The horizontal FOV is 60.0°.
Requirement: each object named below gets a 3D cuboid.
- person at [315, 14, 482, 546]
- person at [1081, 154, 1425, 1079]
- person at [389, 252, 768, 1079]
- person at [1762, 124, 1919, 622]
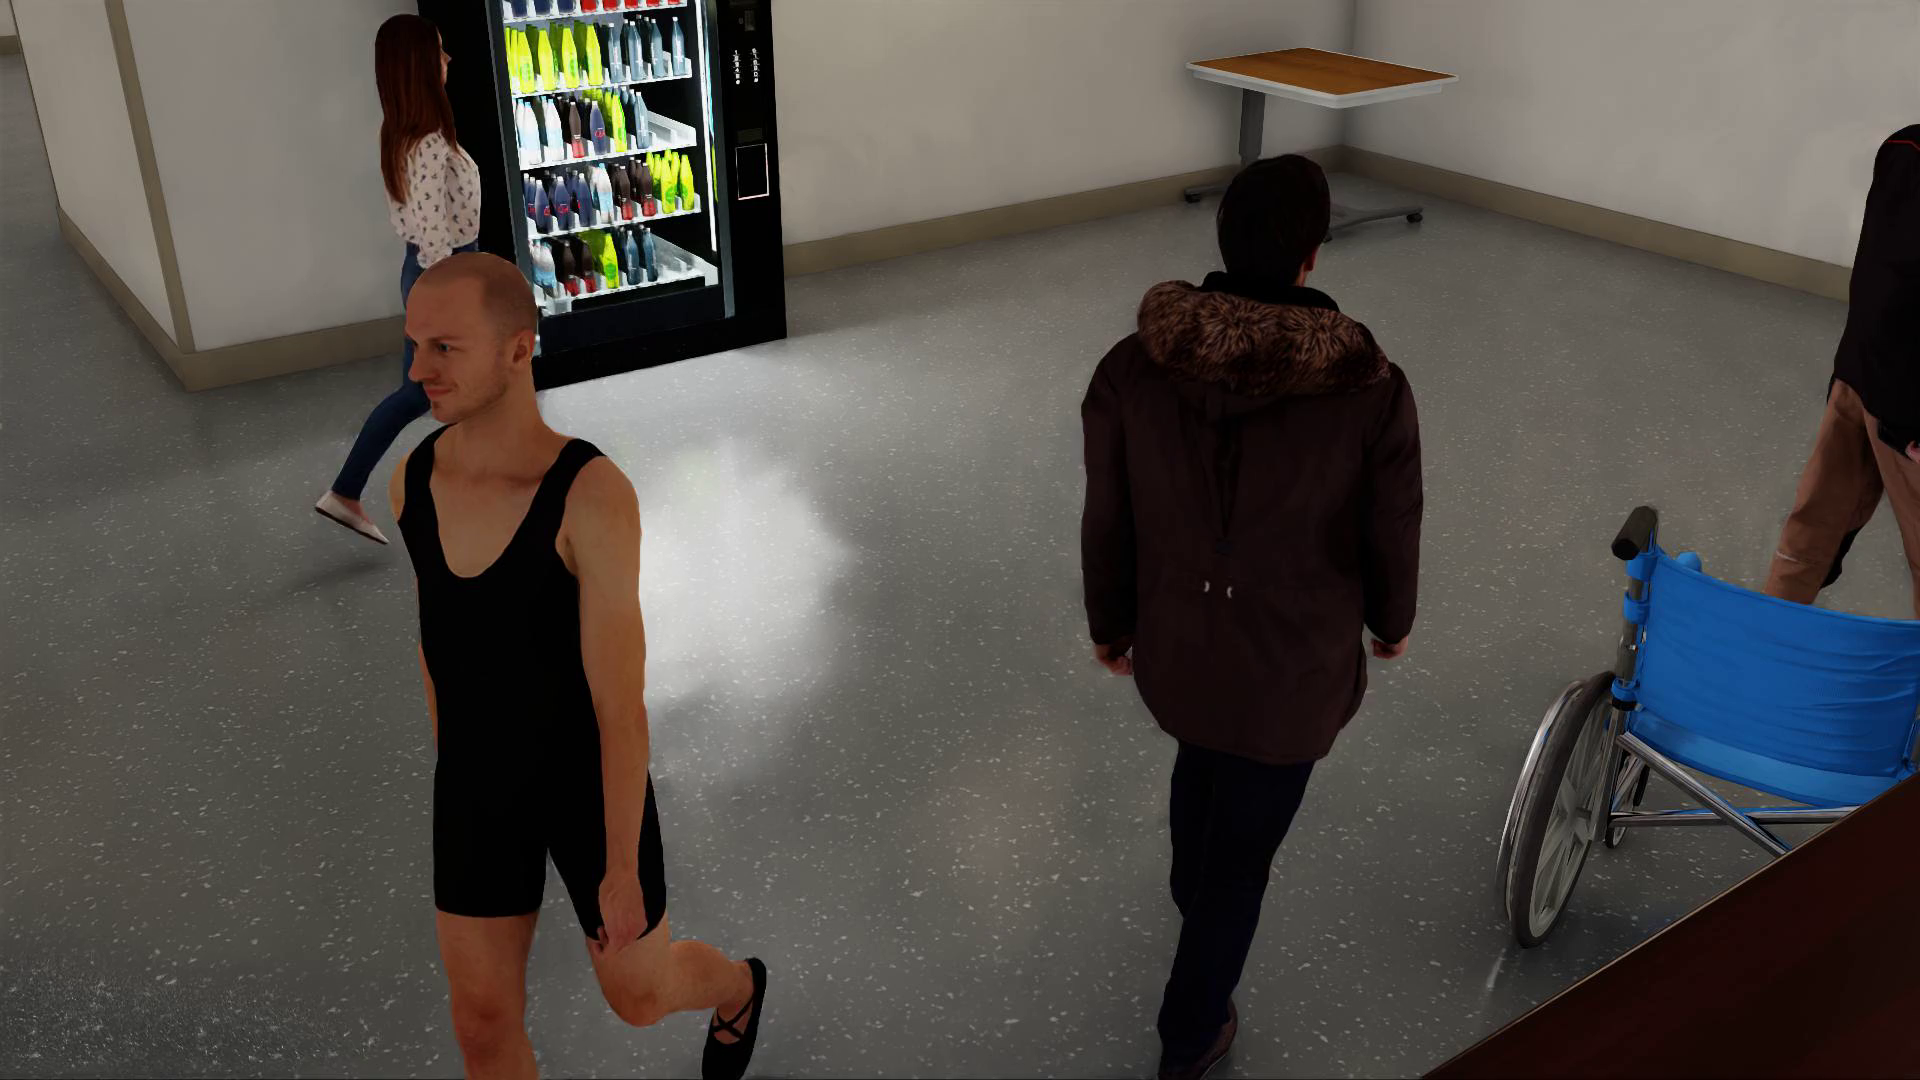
[{"bbox_3d":[-1.747,-0.768,5.319,1.097,1.698,0.595,-16,30,-29],"label":"person"},{"bbox_3d":[0.488,0.252,3.065,0.964,1.819,1.071,14,29,27],"label":"person"},{"bbox_3d":[-0.621,0.404,2.781,1.002,1.792,1.182,11,28,22],"label":"person"},{"bbox_3d":[2.323,-0.351,4.227,1.173,1.895,0.957,-5,26,-11],"label":"person"}]
